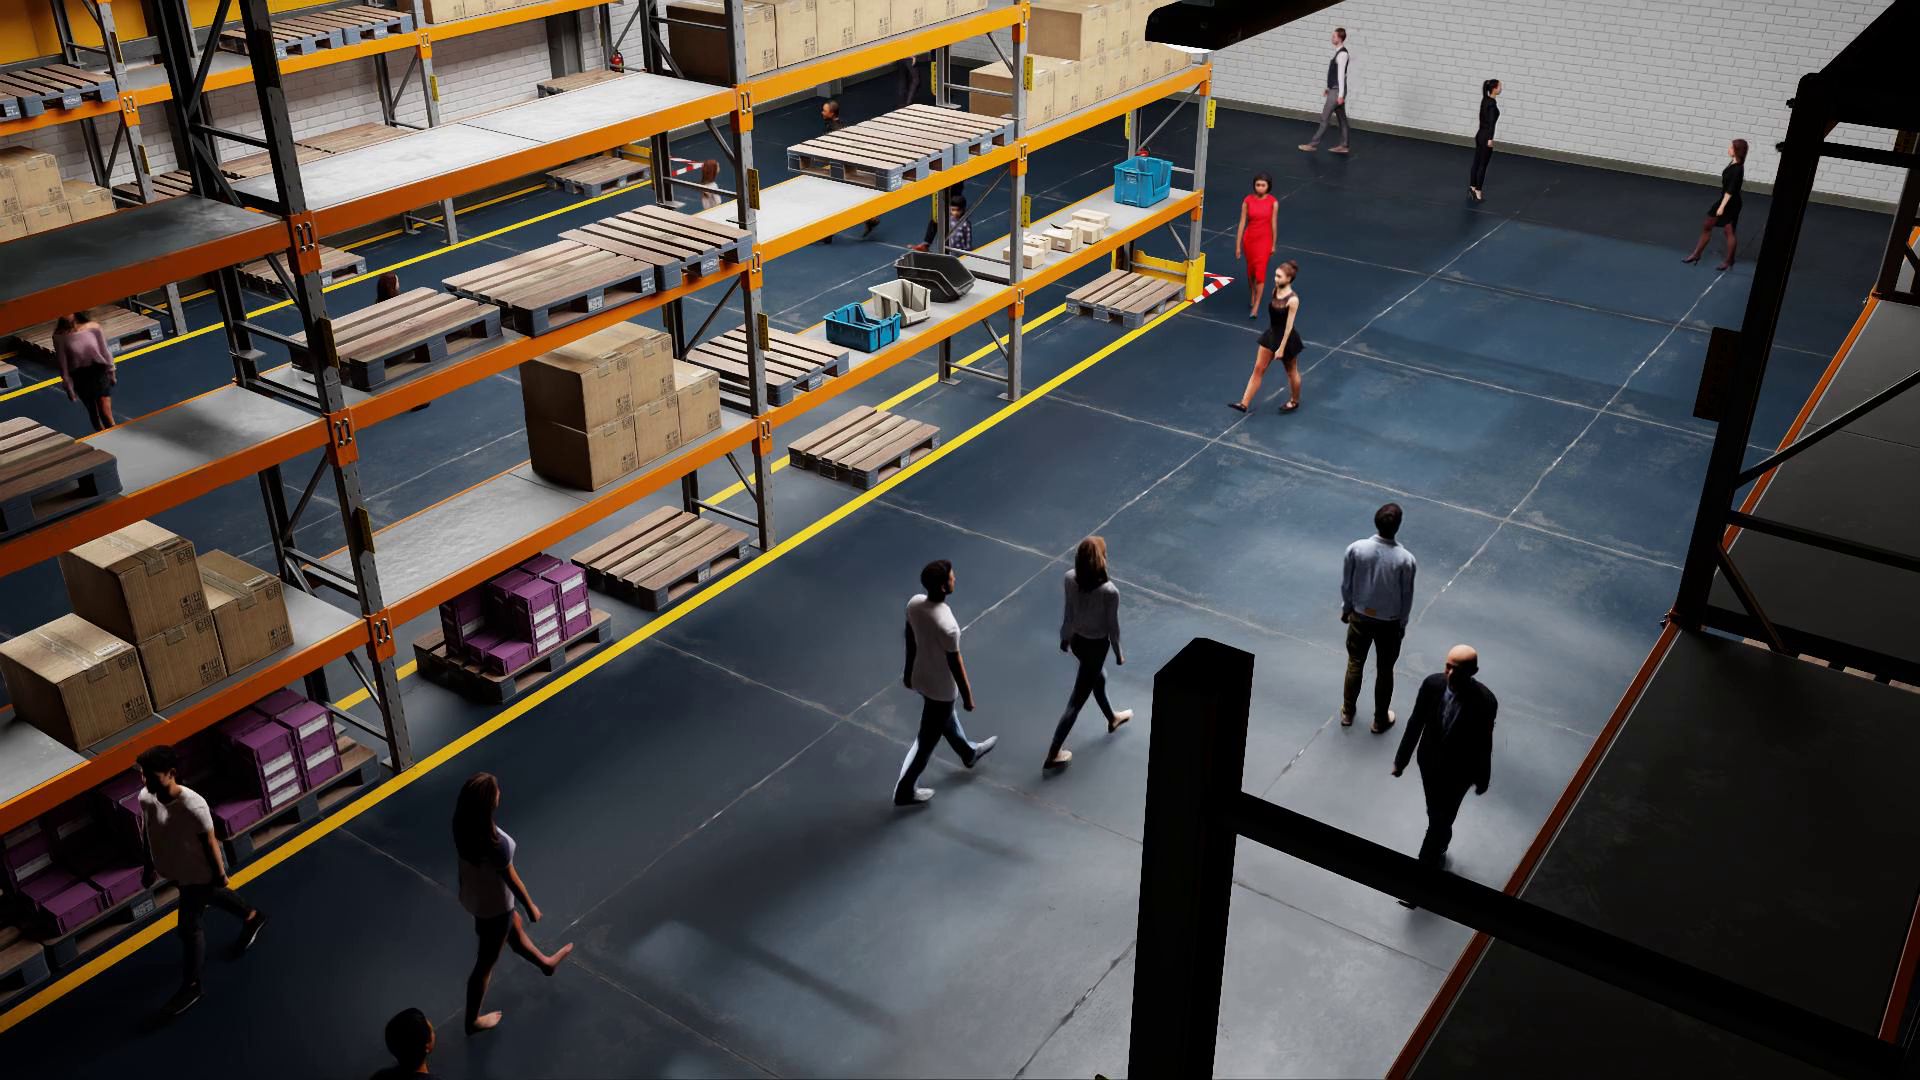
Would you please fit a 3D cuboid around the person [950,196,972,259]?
[{"bbox_3d":[-0.039,-3.573,20.238,0.559,1.249,0.588,10,30,18],"label":"person"}]

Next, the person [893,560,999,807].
[{"bbox_3d":[-0.237,1.010,11.249,1.268,1.812,1.010,-16,32,-26],"label":"person"}]

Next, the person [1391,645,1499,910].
[{"bbox_3d":[3.120,1.407,10.580,0.820,1.755,1.178,24,36,36],"label":"person"}]

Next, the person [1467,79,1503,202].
[{"bbox_3d":[7.470,-5.696,23.649,0.698,1.711,0.604,0,29,-1],"label":"person"}]

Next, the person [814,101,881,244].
[{"bbox_3d":[-1.541,-4.822,21.872,1.189,1.877,1.254,1,29,1],"label":"person"}]

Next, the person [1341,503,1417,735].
[{"bbox_3d":[3.016,0.566,12.064,0.687,1.811,0.578,15,32,25],"label":"person"}]

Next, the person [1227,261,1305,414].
[{"bbox_3d":[3.368,-2.044,17.030,1.139,1.637,0.928,-12,31,-21],"label":"person"}]

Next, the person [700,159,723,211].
[{"bbox_3d":[-3.133,-4.013,20.813,0.937,1.472,0.741,-19,34,-30],"label":"person"}]

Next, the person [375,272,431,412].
[{"bbox_3d":[-5.822,-2.058,17.224,0.623,1.476,0.579,11,30,19],"label":"person"}]

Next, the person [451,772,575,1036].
[{"bbox_3d":[-2.728,2.099,9.385,1.070,1.686,0.763,-25,37,-38],"label":"person"}]

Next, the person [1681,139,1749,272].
[{"bbox_3d":[9.752,-4.185,20.906,0.854,1.683,0.892,6,29,11],"label":"person"}]

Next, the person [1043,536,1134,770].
[{"bbox_3d":[0.854,0.829,11.654,1.217,1.741,0.769,-25,37,-38],"label":"person"}]

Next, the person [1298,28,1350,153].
[{"bbox_3d":[5.923,-6.915,25.675,1.047,1.911,1.101,5,29,8],"label":"person"}]

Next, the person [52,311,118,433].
[{"bbox_3d":[-8.323,-1.522,15.941,0.938,1.763,0.923,-19,34,-30],"label":"person"}]

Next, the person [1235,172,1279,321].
[{"bbox_3d":[3.511,-3.492,19.611,0.863,1.707,1.150,7,29,12],"label":"person"}]

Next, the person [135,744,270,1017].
[{"bbox_3d":[-4.484,1.872,9.798,0.679,1.688,1.104,15,32,26],"label":"person"}]
